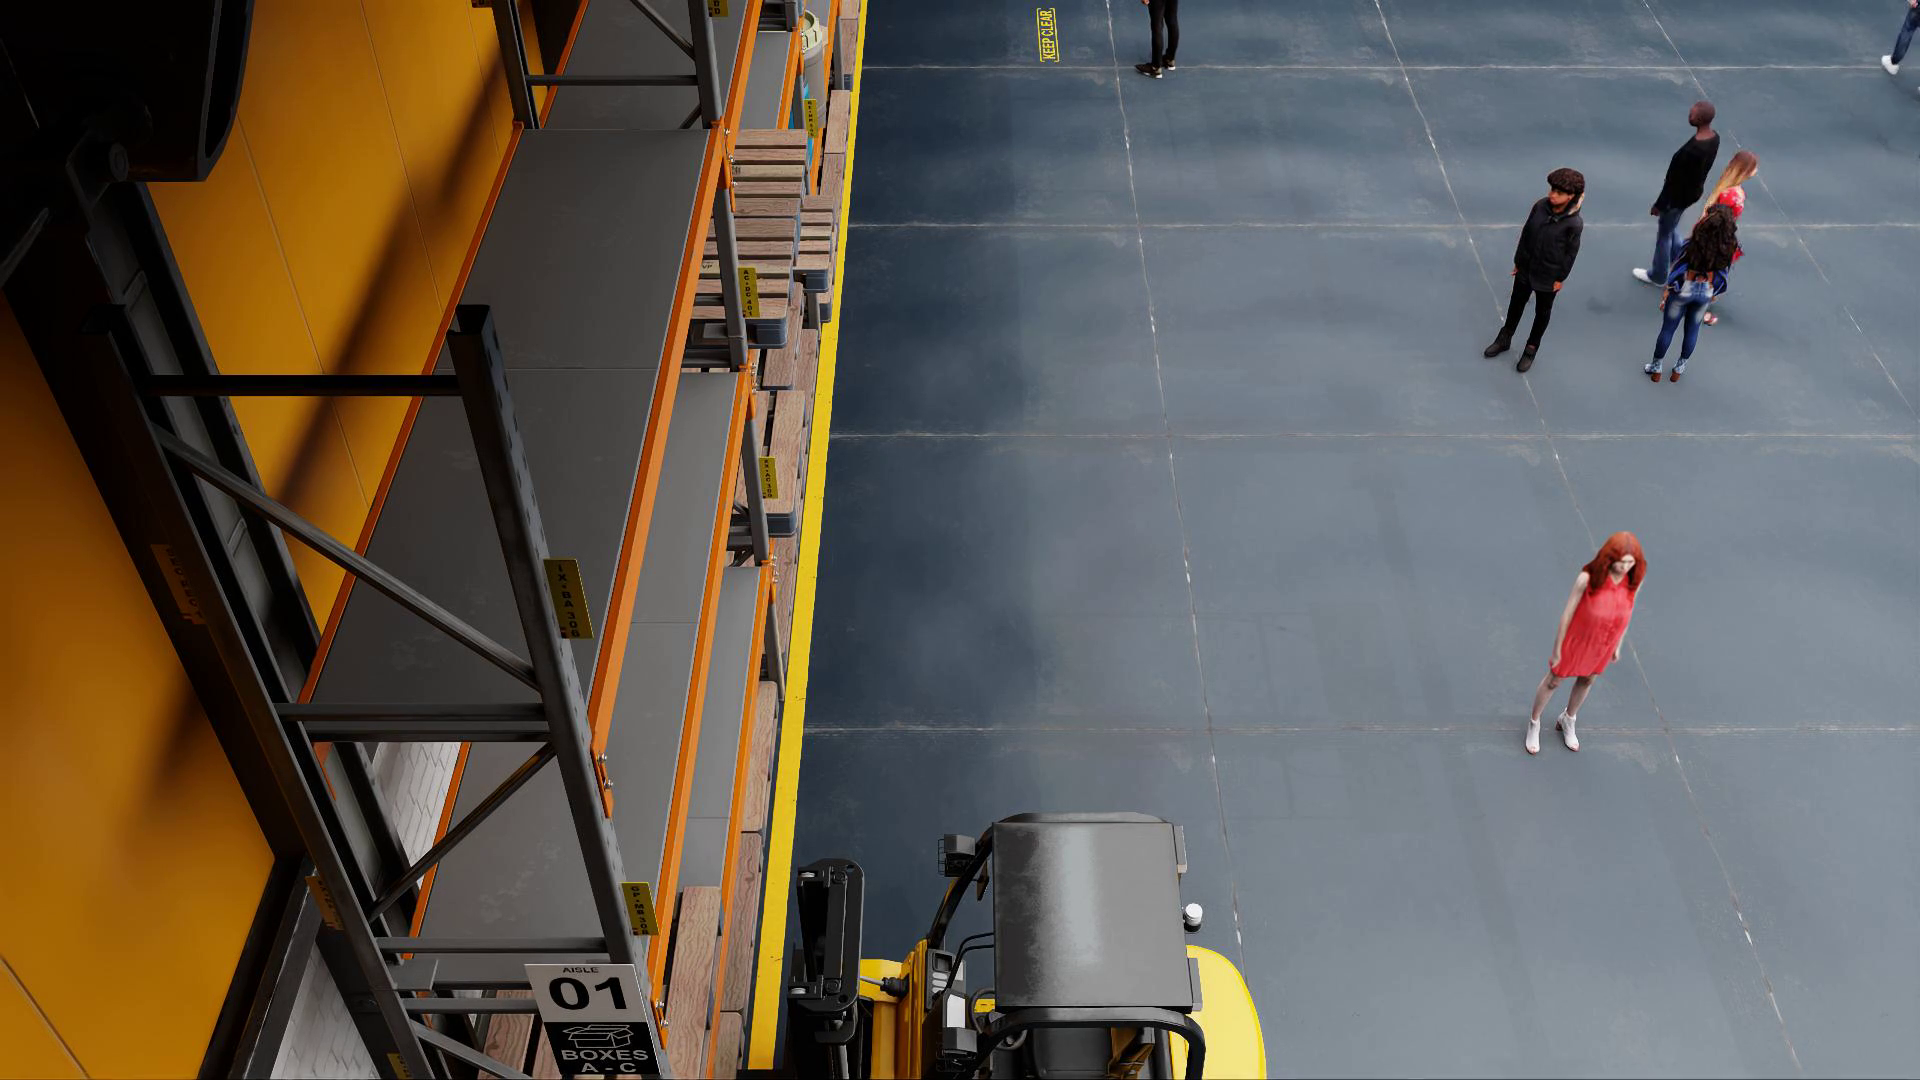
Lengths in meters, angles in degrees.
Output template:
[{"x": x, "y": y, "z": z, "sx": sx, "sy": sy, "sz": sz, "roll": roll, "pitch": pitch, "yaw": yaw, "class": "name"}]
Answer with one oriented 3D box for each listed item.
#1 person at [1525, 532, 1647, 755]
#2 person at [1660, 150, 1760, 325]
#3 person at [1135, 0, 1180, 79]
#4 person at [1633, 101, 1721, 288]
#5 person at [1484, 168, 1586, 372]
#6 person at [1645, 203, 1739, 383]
[{"x": 3.857, "y": 0.633, "z": 10.252, "sx": 0.603, "sy": 1.828, "sz": 0.523, "roll": -4, "pitch": 44, "yaw": -4, "class": "person"}, {"x": 6.123, "y": -2.505, "z": 13.728, "sx": 0.757, "sy": 1.577, "sz": 0.727, "roll": 11, "pitch": 45, "yaw": 12, "class": "person"}, {"x": 2.069, "y": -5.581, "z": 16.758, "sx": 0.742, "sy": 1.852, "sz": 0.791, "roll": -32, "pitch": 52, "yaw": -29, "class": "person"}, {"x": 6.138, "y": -2.840, "z": 13.968, "sx": 0.791, "sy": 1.730, "sz": 0.851, "roll": -33, "pitch": 53, "yaw": -30, "class": "person"}, {"x": 4.630, "y": -2.177, "z": 13.237, "sx": 0.783, "sy": 1.779, "sz": 0.720, "roll": -34, "pitch": 53, "yaw": -30, "class": "person"}, {"x": 5.769, "y": -1.952, "z": 13.117, "sx": 0.636, "sy": 1.618, "sz": 0.576, "roll": 4, "pitch": 44, "yaw": 5, "class": "person"}]
